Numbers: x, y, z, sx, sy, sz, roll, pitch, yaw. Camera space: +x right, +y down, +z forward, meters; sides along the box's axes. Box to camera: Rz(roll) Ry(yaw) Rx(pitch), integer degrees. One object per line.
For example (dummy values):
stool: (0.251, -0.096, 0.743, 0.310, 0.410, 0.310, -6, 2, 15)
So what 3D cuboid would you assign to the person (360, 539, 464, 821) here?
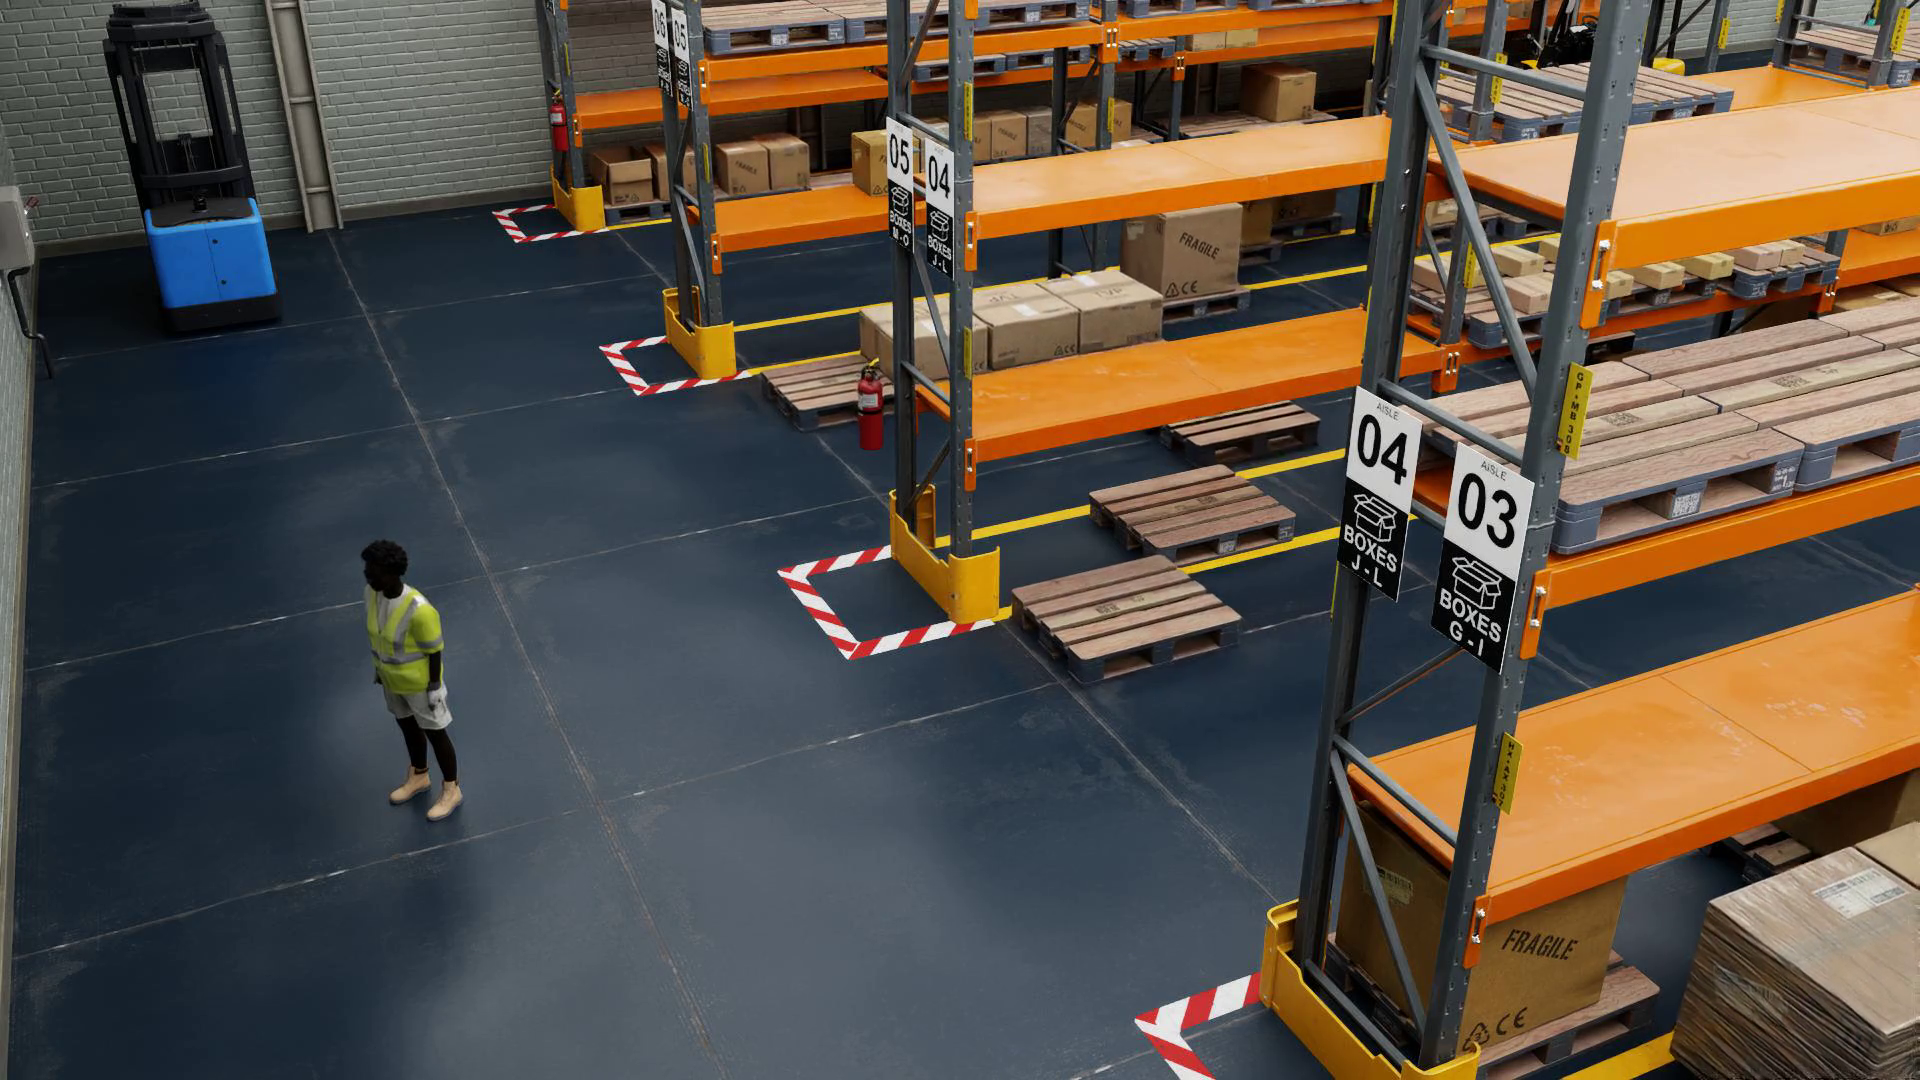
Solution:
person: (-3.020, 0.756, 9.101, 0.540, 1.696, 0.316, 17, 32, 30)

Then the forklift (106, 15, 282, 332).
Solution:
forklift: (-7.548, -3.672, 16.323, 1.129, 2.768, 1.873, -12, 30, -22)

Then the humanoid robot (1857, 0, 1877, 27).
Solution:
humanoid robot: (14.149, -8.047, 25.947, 0.823, 1.778, 0.530, -2, 28, -3)

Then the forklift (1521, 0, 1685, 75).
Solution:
forklift: (8.950, -6.807, 23.056, 1.214, 2.155, 2.313, -12, 30, -22)
